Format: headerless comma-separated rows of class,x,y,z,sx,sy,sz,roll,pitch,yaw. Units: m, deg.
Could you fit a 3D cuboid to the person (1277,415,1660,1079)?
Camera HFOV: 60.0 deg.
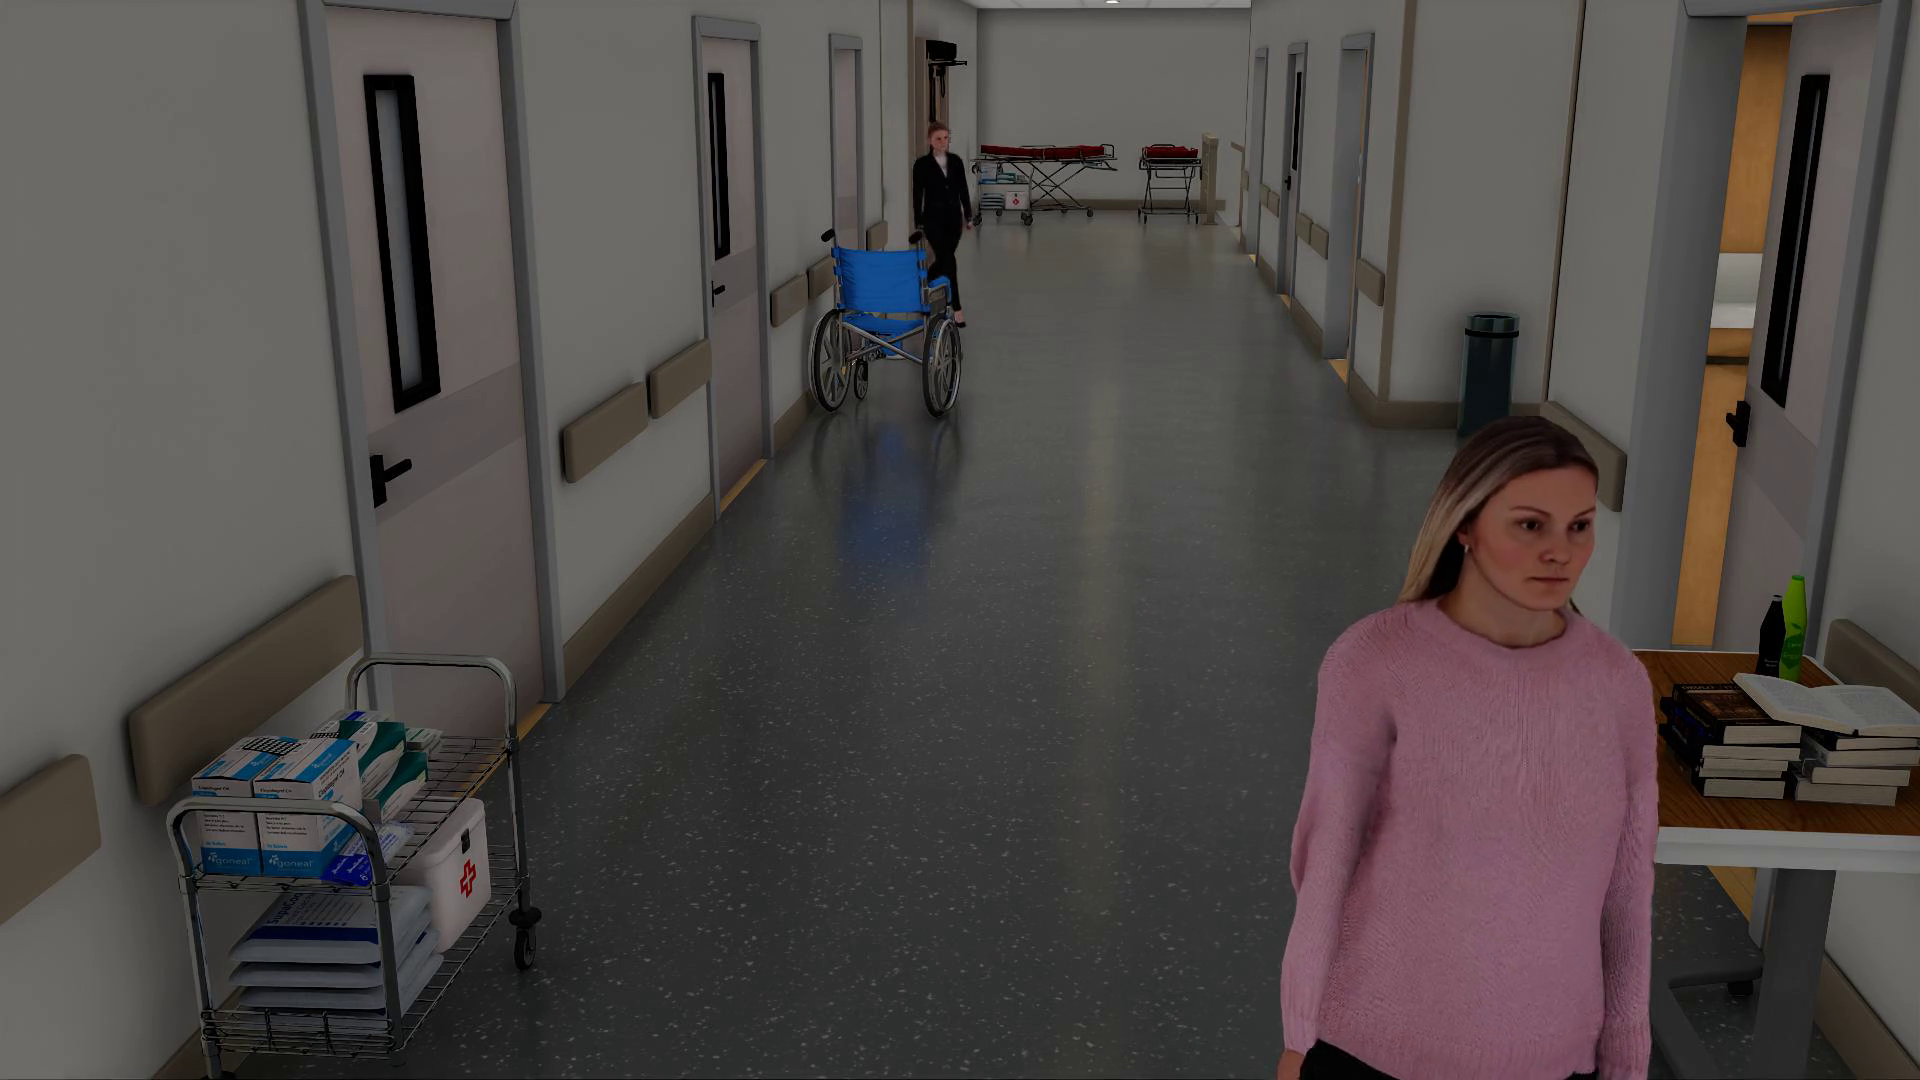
person,0.633,0.643,2.244,0.652,1.681,0.658,0,16,-1

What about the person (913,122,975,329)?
person,-0.192,-2.582,13.746,1.017,1.648,1.167,-10,18,-31
